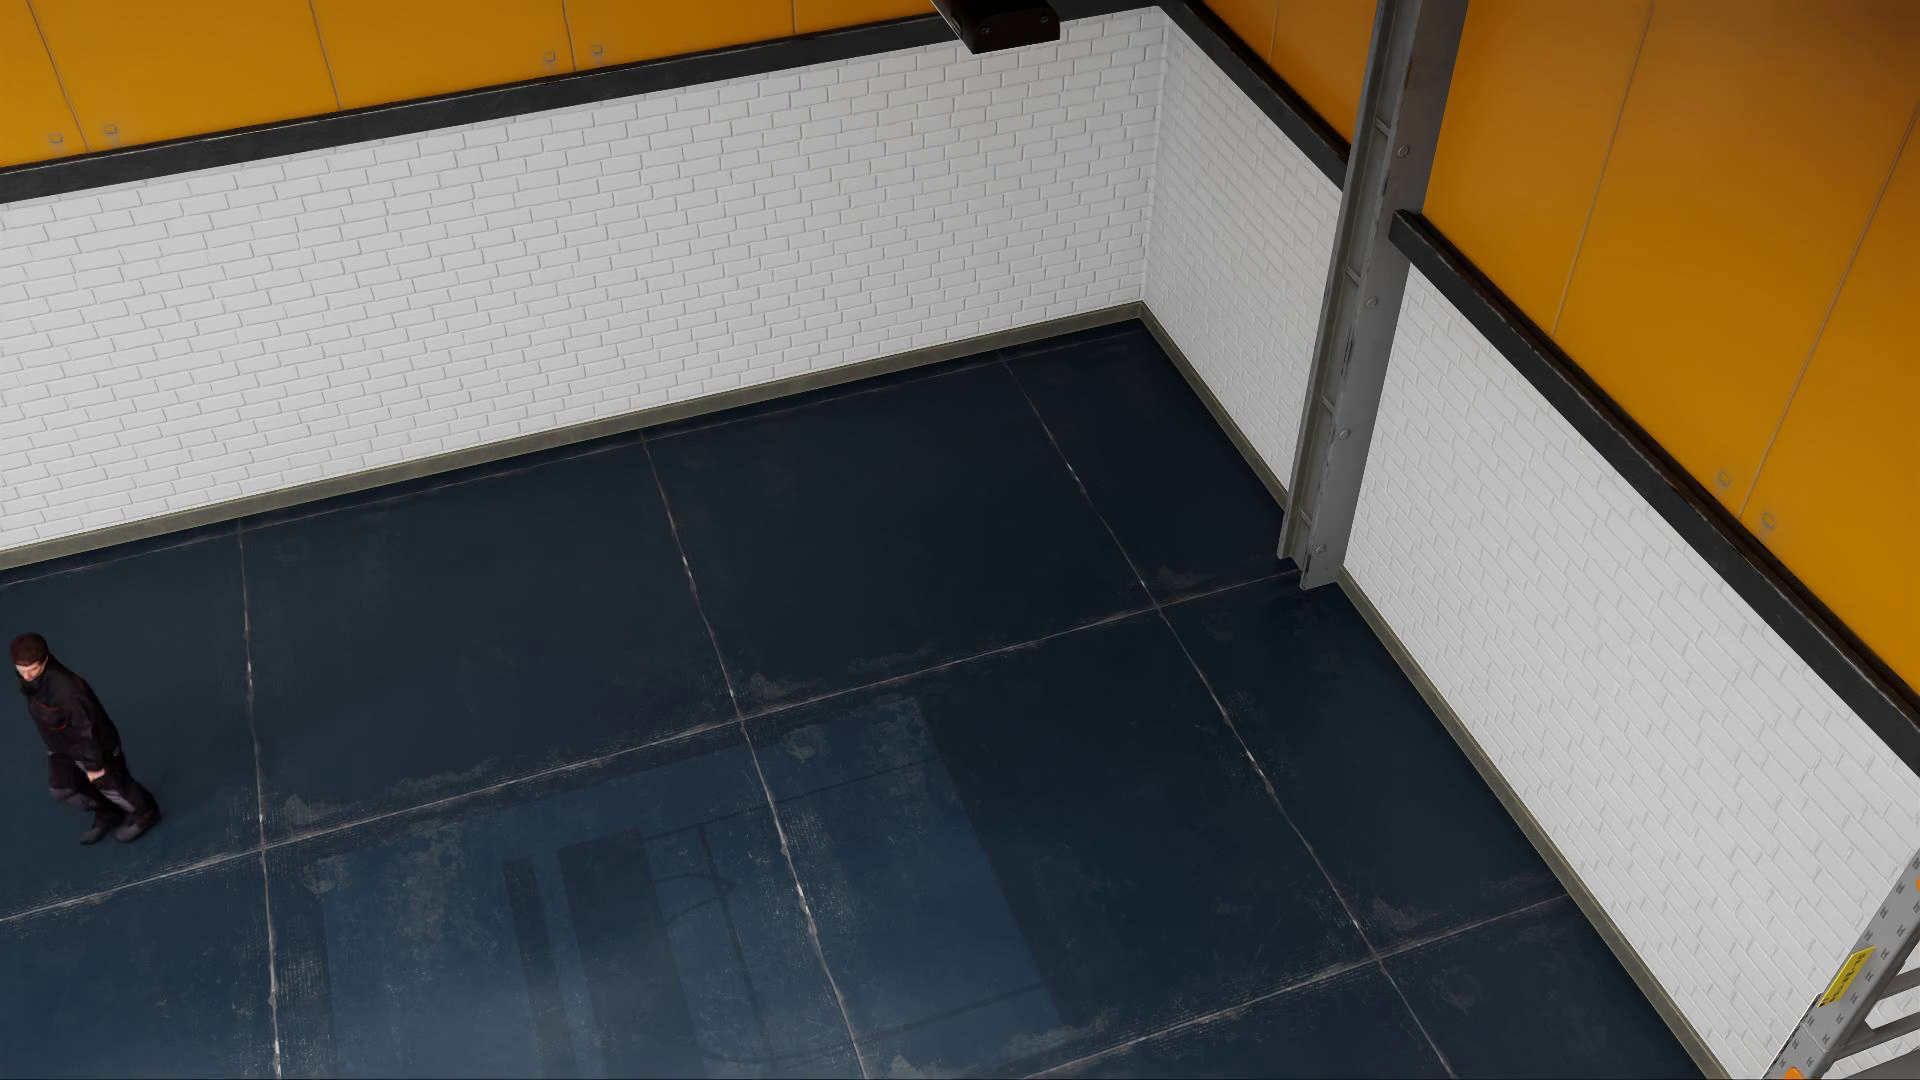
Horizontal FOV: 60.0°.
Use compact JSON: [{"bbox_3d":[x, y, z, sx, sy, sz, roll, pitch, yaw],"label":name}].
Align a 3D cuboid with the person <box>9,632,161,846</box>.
[{"bbox_3d":[-5.008,1.106,9.647,0.844,1.812,0.939,27,50,26],"label":"person"}]
